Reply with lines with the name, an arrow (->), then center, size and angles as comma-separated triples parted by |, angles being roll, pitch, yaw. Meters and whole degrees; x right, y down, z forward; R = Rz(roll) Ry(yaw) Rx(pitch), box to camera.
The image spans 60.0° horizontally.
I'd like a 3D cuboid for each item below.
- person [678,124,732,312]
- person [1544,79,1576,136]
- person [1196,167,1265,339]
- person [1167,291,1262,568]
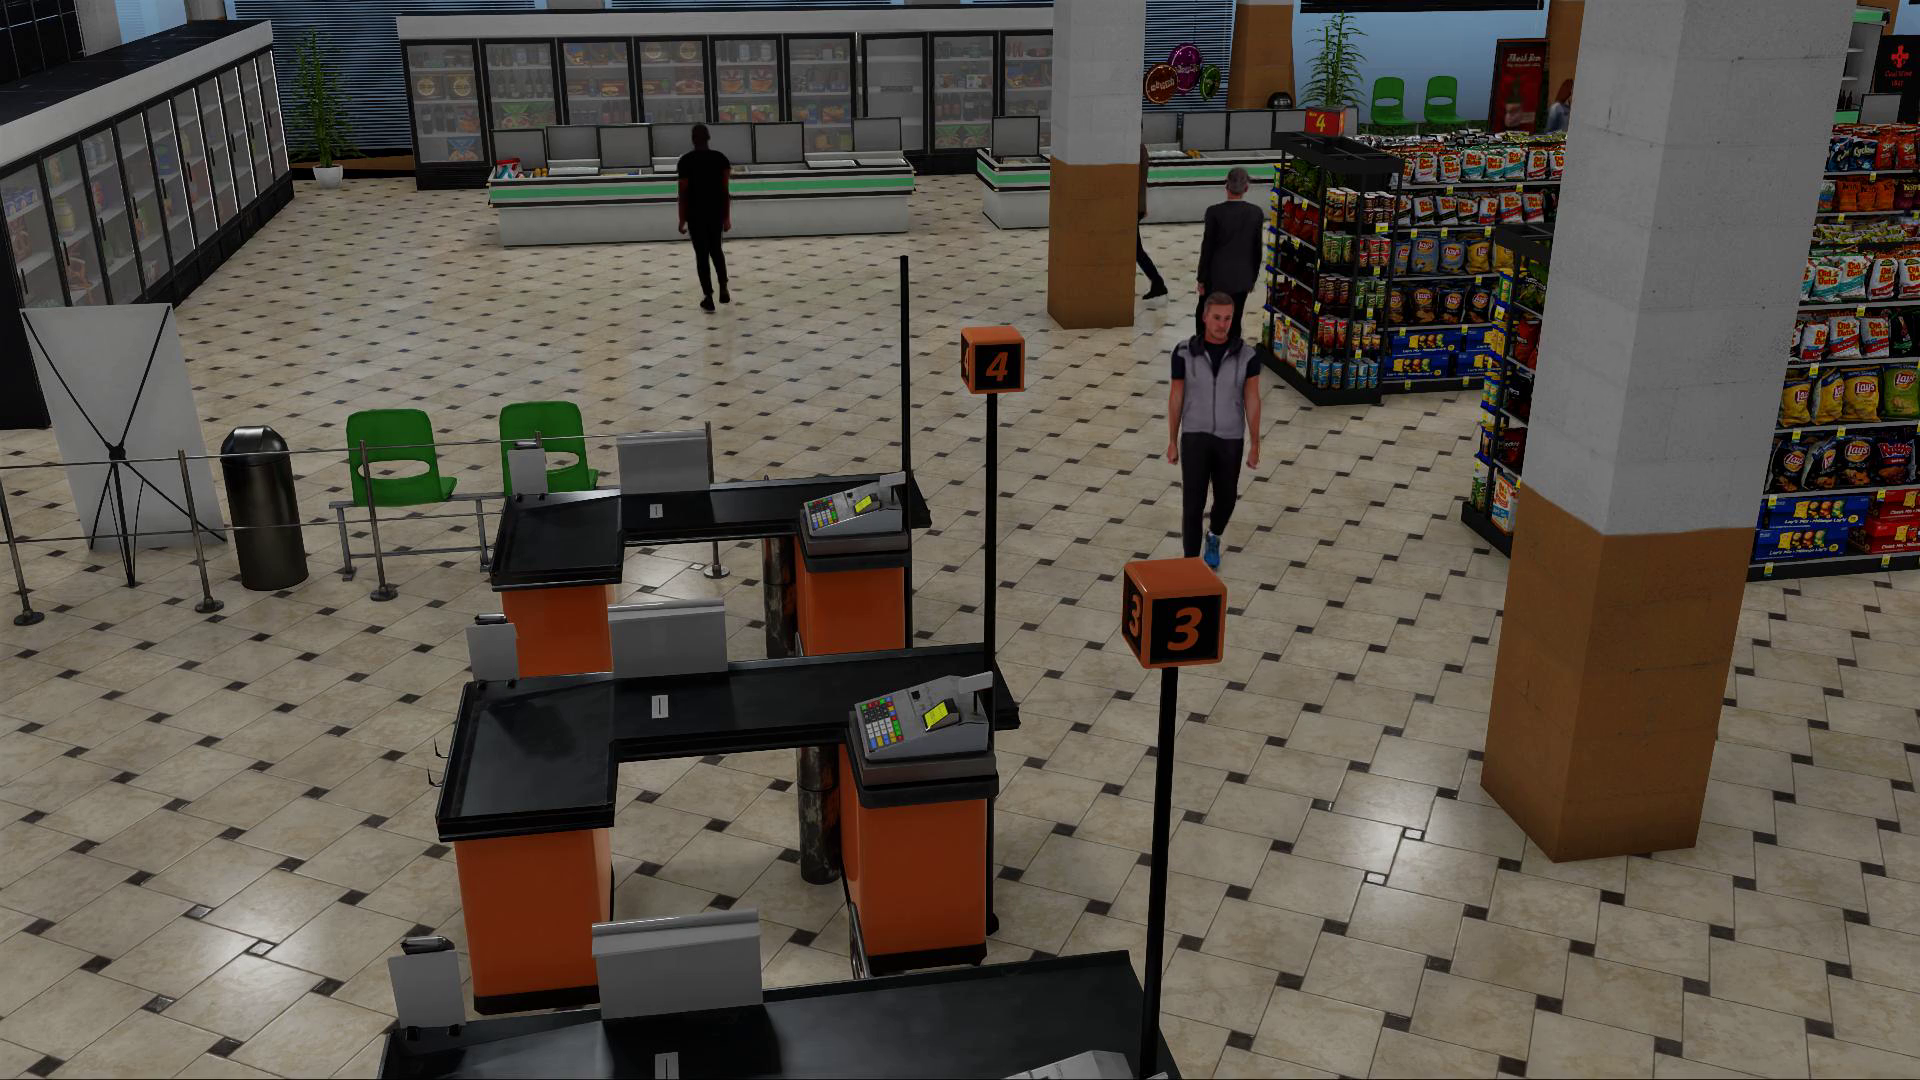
person -> -2.470, -3.131, 16.300 | 0.774, 1.810, 0.844 | -11, 24, -26
person -> 7.460, -4.971, 21.104 | 1.139, 1.642, 1.105 | -19, 29, -40
person -> 2.257, -2.155, 13.860 | 0.641, 1.818, 0.794 | -4, 22, -9
person -> 1.522, -0.614, 10.040 | 1.033, 1.806, 0.911 | 1, 22, 2
